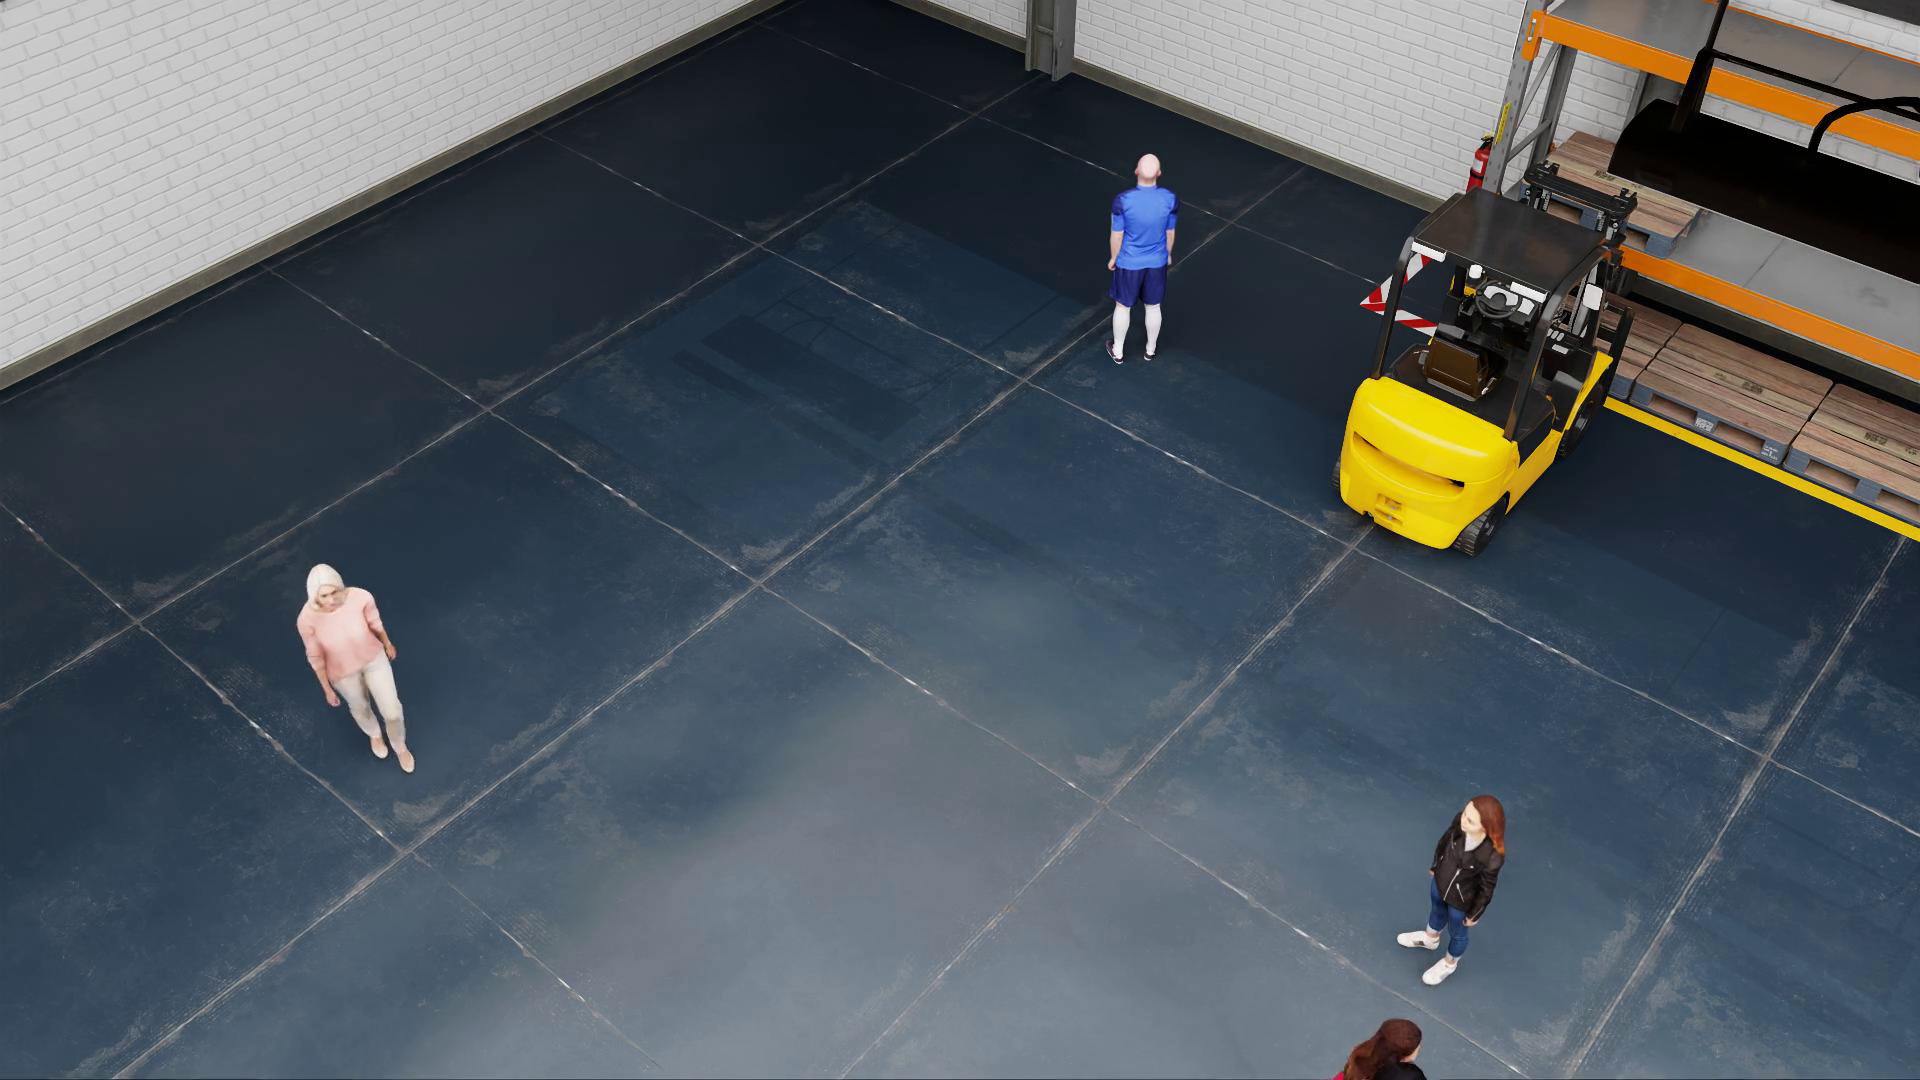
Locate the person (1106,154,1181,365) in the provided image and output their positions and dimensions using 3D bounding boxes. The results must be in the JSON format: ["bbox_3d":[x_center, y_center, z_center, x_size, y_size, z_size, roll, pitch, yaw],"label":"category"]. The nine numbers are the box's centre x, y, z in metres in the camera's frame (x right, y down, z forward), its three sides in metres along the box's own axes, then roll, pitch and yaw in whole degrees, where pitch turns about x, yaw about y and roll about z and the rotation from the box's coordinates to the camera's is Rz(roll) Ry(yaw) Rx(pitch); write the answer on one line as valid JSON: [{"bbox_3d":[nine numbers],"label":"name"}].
[{"bbox_3d":[1.406,-2.179,12.930,0.749,1.842,0.806,-4,44,-4],"label":"person"}]

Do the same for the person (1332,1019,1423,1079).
[{"bbox_3d":[1.860,2.720,8.020,0.822,1.522,0.752,18,46,18],"label":"person"}]

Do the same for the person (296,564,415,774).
[{"bbox_3d":[-3.667,0.690,10.018,0.757,1.704,0.819,-21,47,-21],"label":"person"}]

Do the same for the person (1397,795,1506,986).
[{"bbox_3d":[2.693,1.858,8.953,0.697,1.483,0.584,-15,46,-15],"label":"person"}]
